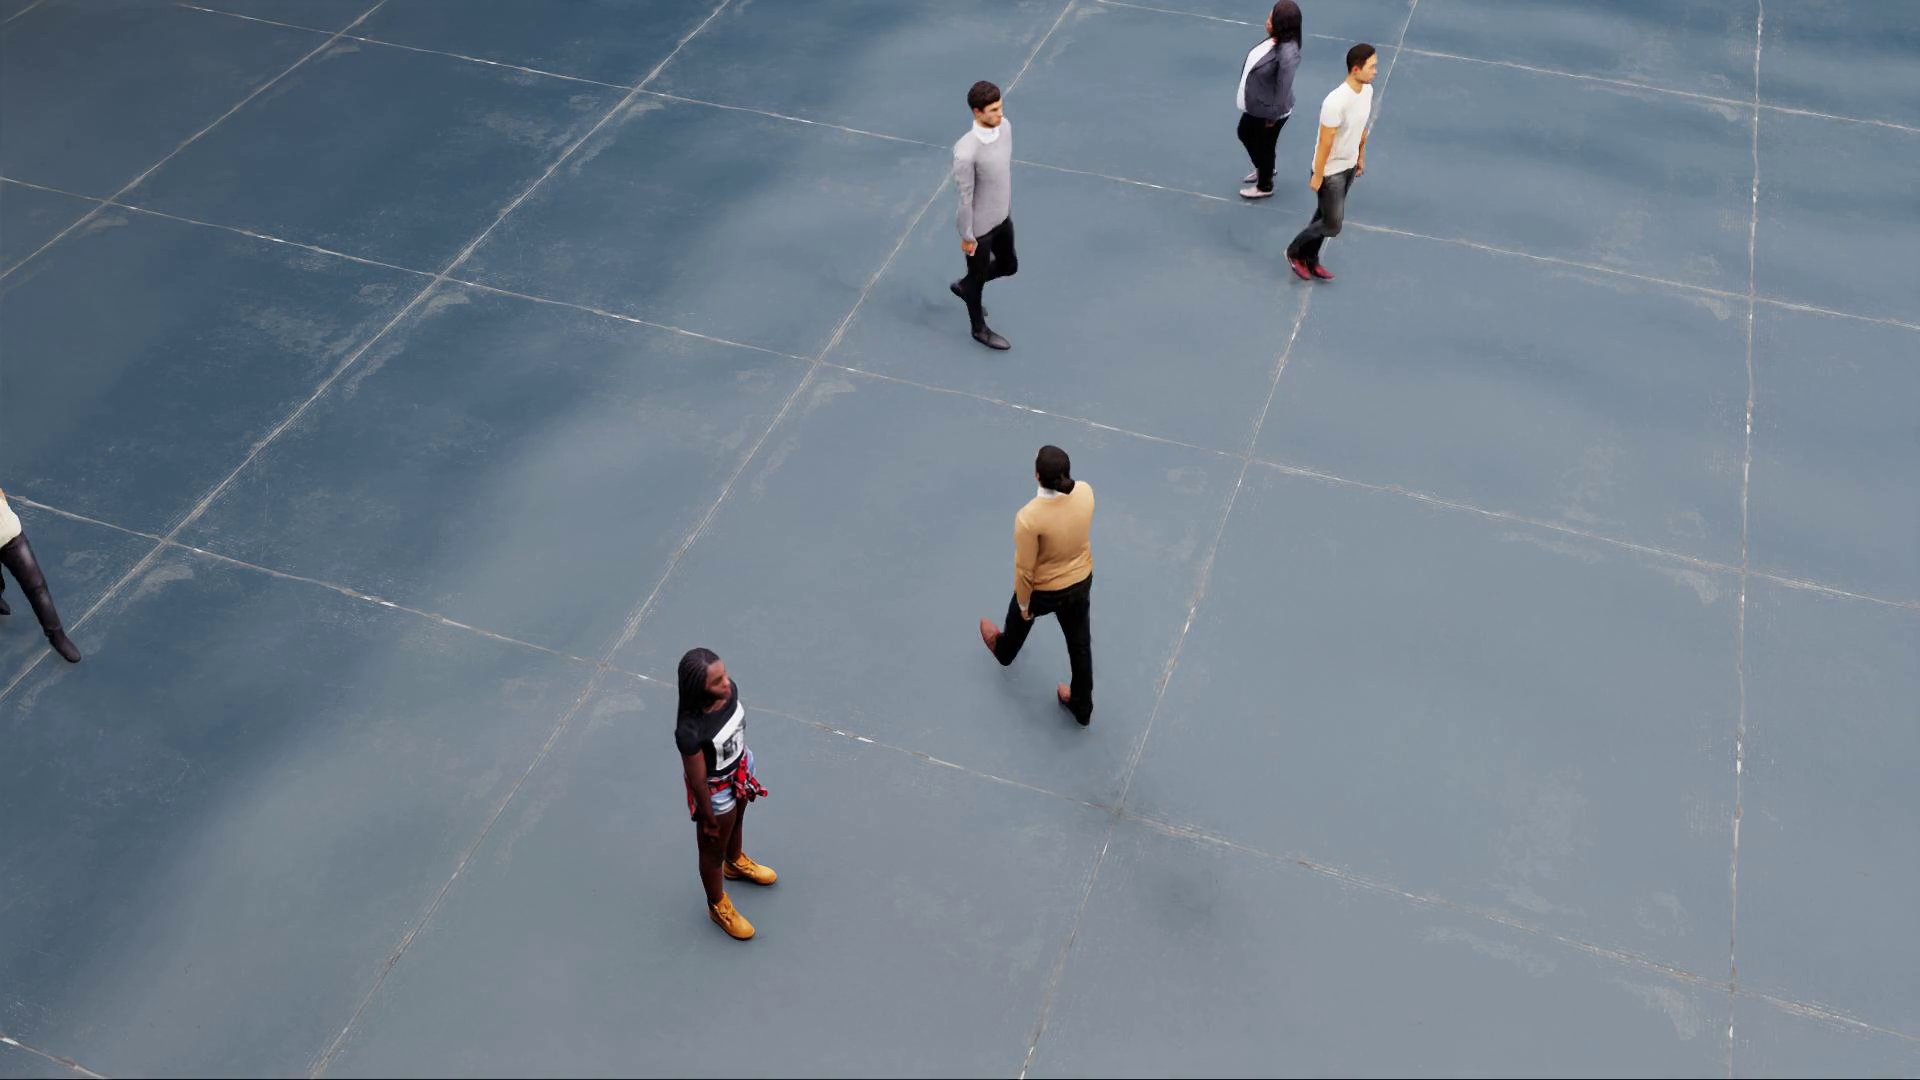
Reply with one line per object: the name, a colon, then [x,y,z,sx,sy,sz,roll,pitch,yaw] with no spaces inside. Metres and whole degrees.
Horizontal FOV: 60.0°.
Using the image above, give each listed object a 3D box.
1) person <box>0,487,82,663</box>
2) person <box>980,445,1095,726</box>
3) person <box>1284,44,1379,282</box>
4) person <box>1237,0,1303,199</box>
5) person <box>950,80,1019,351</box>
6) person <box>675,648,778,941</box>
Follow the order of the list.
person: [-5.246,0.000,8.927,1.053,1.561,0.782,27,49,26]
person: [0.531,0.281,8.516,1.095,1.712,1.197,-20,47,-20]
person: [2.535,-2.632,11.578,0.763,1.791,0.755,31,51,29]
person: [2.382,-3.259,12.400,0.797,1.586,0.776,-2,43,-2]
person: [0.088,-2.164,10.985,0.935,1.916,0.863,27,49,26]
person: [-1.101,1.126,7.599,0.593,1.728,0.605,12,44,12]
